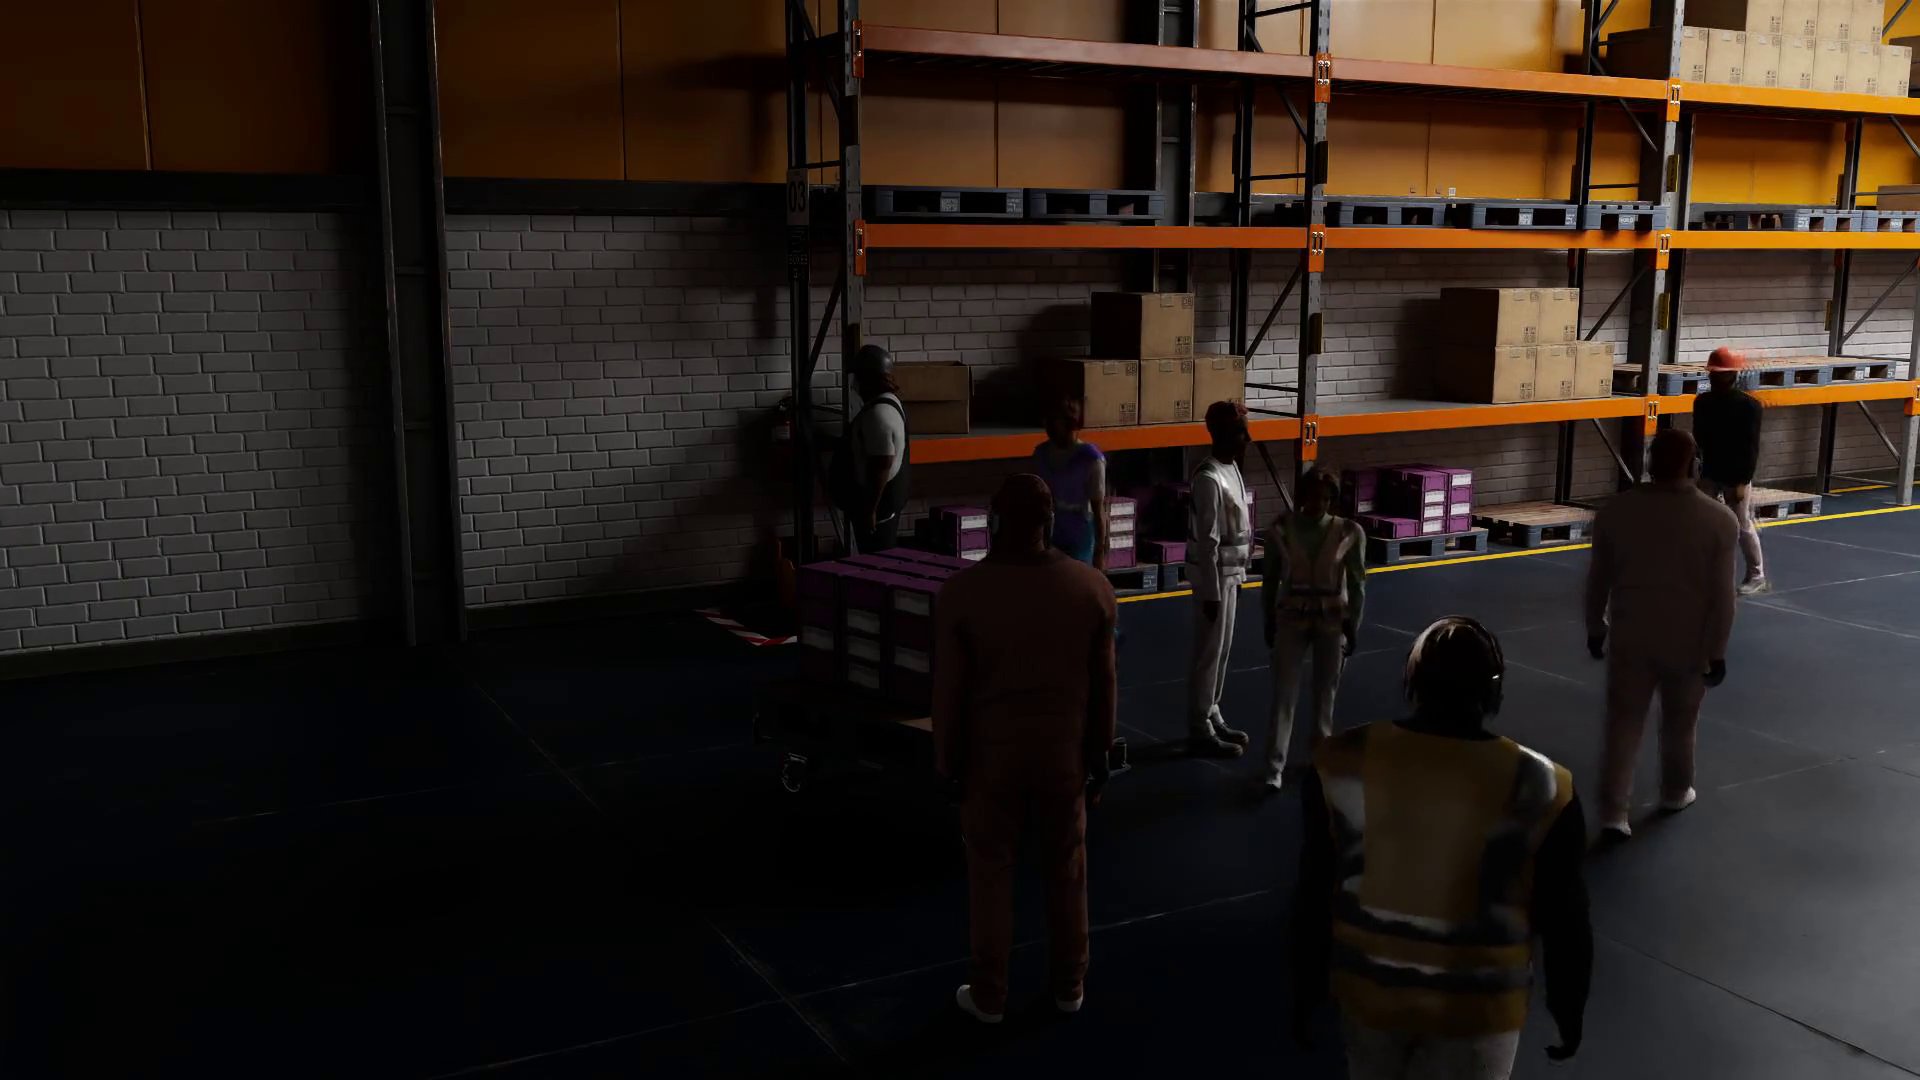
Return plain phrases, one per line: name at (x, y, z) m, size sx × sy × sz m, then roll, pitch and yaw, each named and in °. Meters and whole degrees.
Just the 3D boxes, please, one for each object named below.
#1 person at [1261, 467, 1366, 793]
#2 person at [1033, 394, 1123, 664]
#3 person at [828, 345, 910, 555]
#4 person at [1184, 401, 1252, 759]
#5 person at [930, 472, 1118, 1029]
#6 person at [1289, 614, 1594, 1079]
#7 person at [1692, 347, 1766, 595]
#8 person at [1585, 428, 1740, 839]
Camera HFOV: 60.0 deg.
person at (1.712, 0.454, 8.122) m, size 0.506 × 1.596 × 0.825 m, roll 2°, pitch 10°, yaw 14°
person at (0.693, 0.021, 9.979) m, size 0.779 × 1.821 × 0.571 m, roll -7°, pitch 12°, yaw -36°
person at (-0.604, -0.272, 11.010) m, size 0.537 × 2.000 × 0.683 m, roll 1°, pitch 10°, yaw 4°
person at (1.358, 0.209, 8.732) m, size 0.352 × 1.879 × 0.578 m, roll 4°, pitch 11°, yaw 21°
person at (0.209, 0.717, 5.701) m, size 0.653 × 1.906 × 0.405 m, roll -2°, pitch 10°, yaw -14°
person at (1.175, 1.056, 4.016) m, size 0.663 × 1.806 × 0.869 m, roll 5°, pitch 11°, yaw 27°
person at (5.812, -0.500, 12.652) m, size 1.075 × 1.936 × 0.648 m, roll -5°, pitch 11°, yaw -27°
person at (3.170, 0.419, 7.579) m, size 0.663 × 1.861 × 1.007 m, roll 7°, pitch 12°, yaw 34°
